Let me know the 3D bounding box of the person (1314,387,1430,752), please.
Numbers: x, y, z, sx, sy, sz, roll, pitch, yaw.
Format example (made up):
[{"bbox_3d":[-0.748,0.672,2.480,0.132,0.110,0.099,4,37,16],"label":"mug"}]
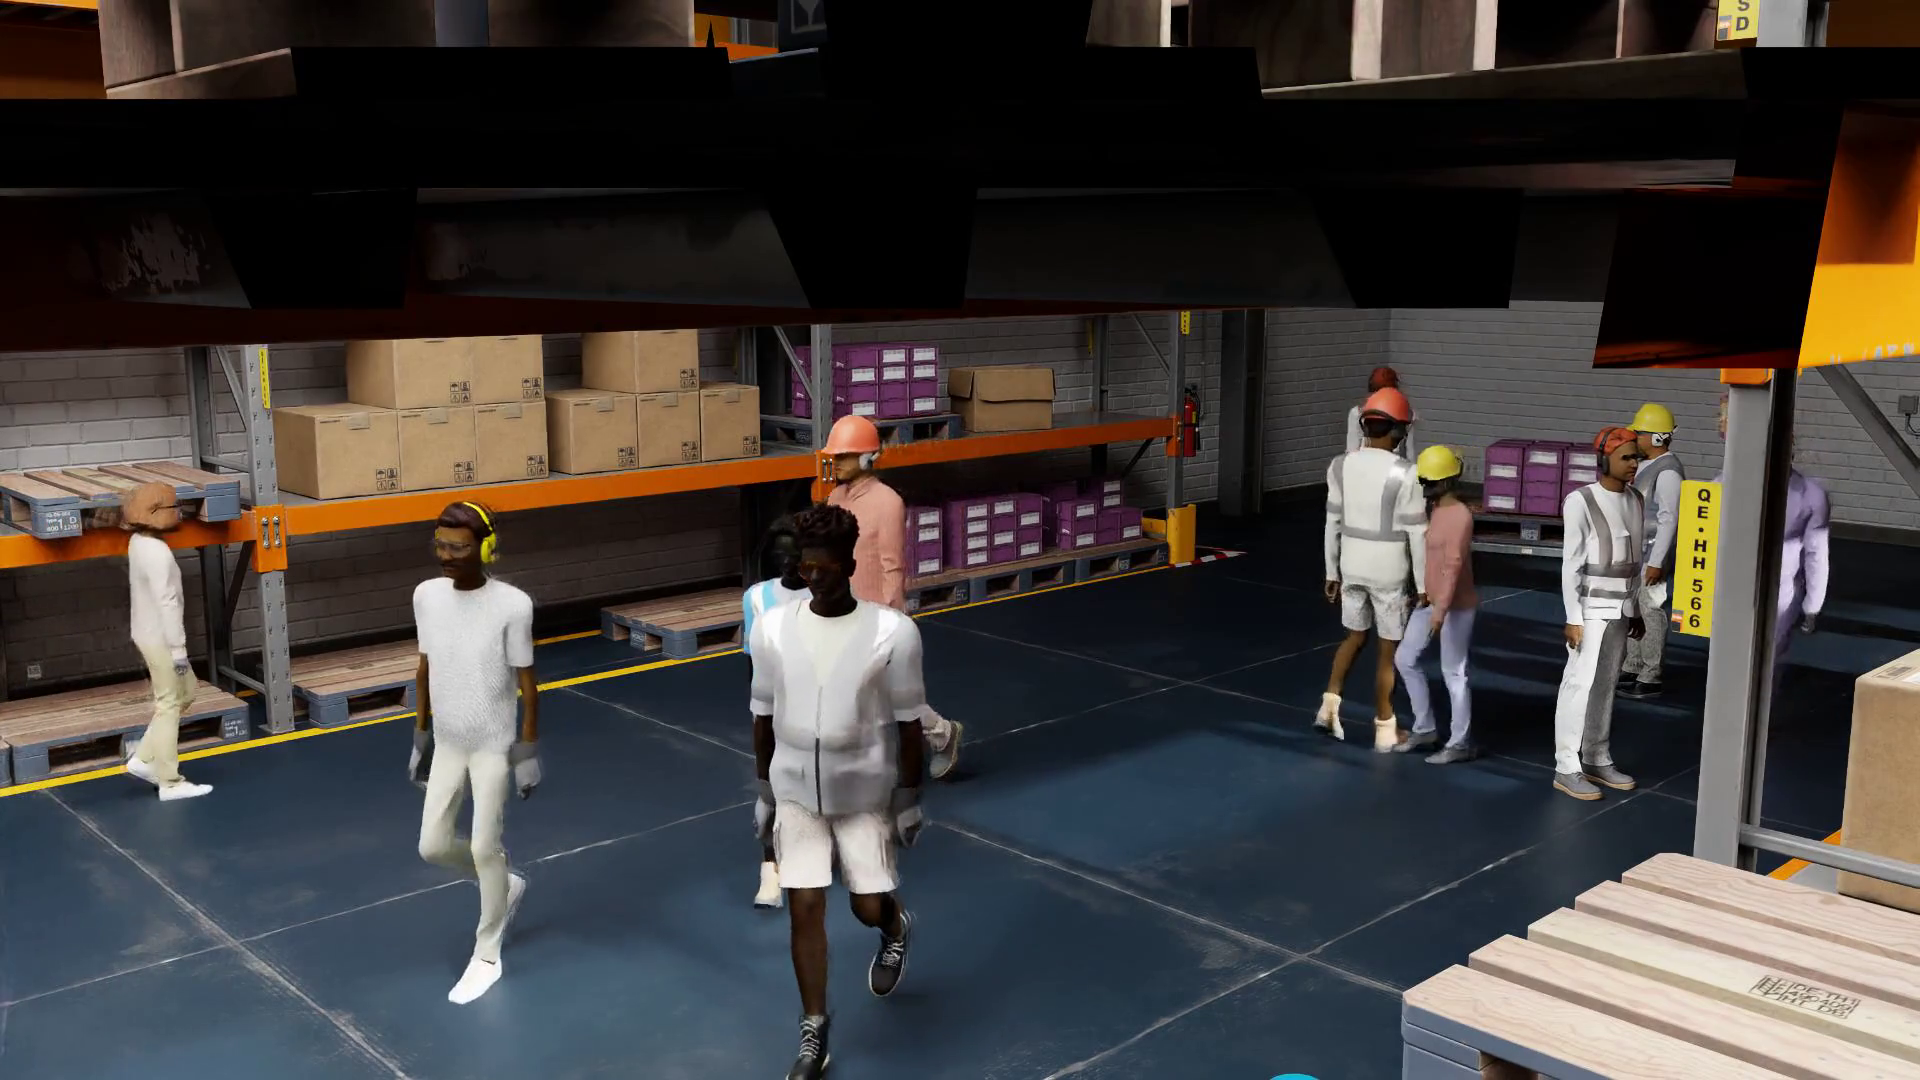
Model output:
[{"bbox_3d":[2.291,0.180,9.112,0.564,2.034,0.615,-8,12,-38],"label":"person"}]

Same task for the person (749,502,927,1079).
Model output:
[{"bbox_3d":[-0.402,0.819,5.649,0.607,1.946,0.753,2,10,12],"label":"person"}]

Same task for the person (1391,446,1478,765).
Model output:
[{"bbox_3d":[2.553,0.360,8.922,0.504,1.738,0.526,-2,10,-9],"label":"person"}]

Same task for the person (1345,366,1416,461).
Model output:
[{"bbox_3d":[3.335,-0.463,13.361,0.589,1.862,0.590,-1,10,-6],"label":"person"}]

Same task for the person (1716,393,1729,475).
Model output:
[{"bbox_3d":[4.969,0.011,10.551,0.483,1.879,0.687,5,11,25],"label":"person"}]

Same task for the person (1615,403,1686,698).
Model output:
[{"bbox_3d":[4.263,0.066,10.363,0.404,1.833,0.588,1,10,5],"label":"person"}]

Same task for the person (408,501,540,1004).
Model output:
[{"bbox_3d":[-1.805,0.760,6.218,0.536,1.860,0.506,3,10,18],"label":"person"}]

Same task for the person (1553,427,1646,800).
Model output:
[{"bbox_3d":[3.274,0.366,8.461,0.573,1.883,0.355,-6,12,-33],"label":"person"}]

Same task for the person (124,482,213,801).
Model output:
[{"bbox_3d":[-3.971,0.511,8.348,0.336,1.622,0.521,-7,12,-36],"label":"person"}]

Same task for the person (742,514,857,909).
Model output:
[{"bbox_3d":[-0.677,0.708,7.121,0.541,1.646,0.863,1,10,5],"label":"person"}]

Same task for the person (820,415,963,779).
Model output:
[{"bbox_3d":[-0.407,0.346,8.357,0.804,1.974,0.617,-8,12,-37],"label":"person"}]

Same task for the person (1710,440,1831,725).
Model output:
[{"bbox_3d":[4.358,0.278,9.066,0.652,1.861,1.000,5,11,26],"label":"person"}]
